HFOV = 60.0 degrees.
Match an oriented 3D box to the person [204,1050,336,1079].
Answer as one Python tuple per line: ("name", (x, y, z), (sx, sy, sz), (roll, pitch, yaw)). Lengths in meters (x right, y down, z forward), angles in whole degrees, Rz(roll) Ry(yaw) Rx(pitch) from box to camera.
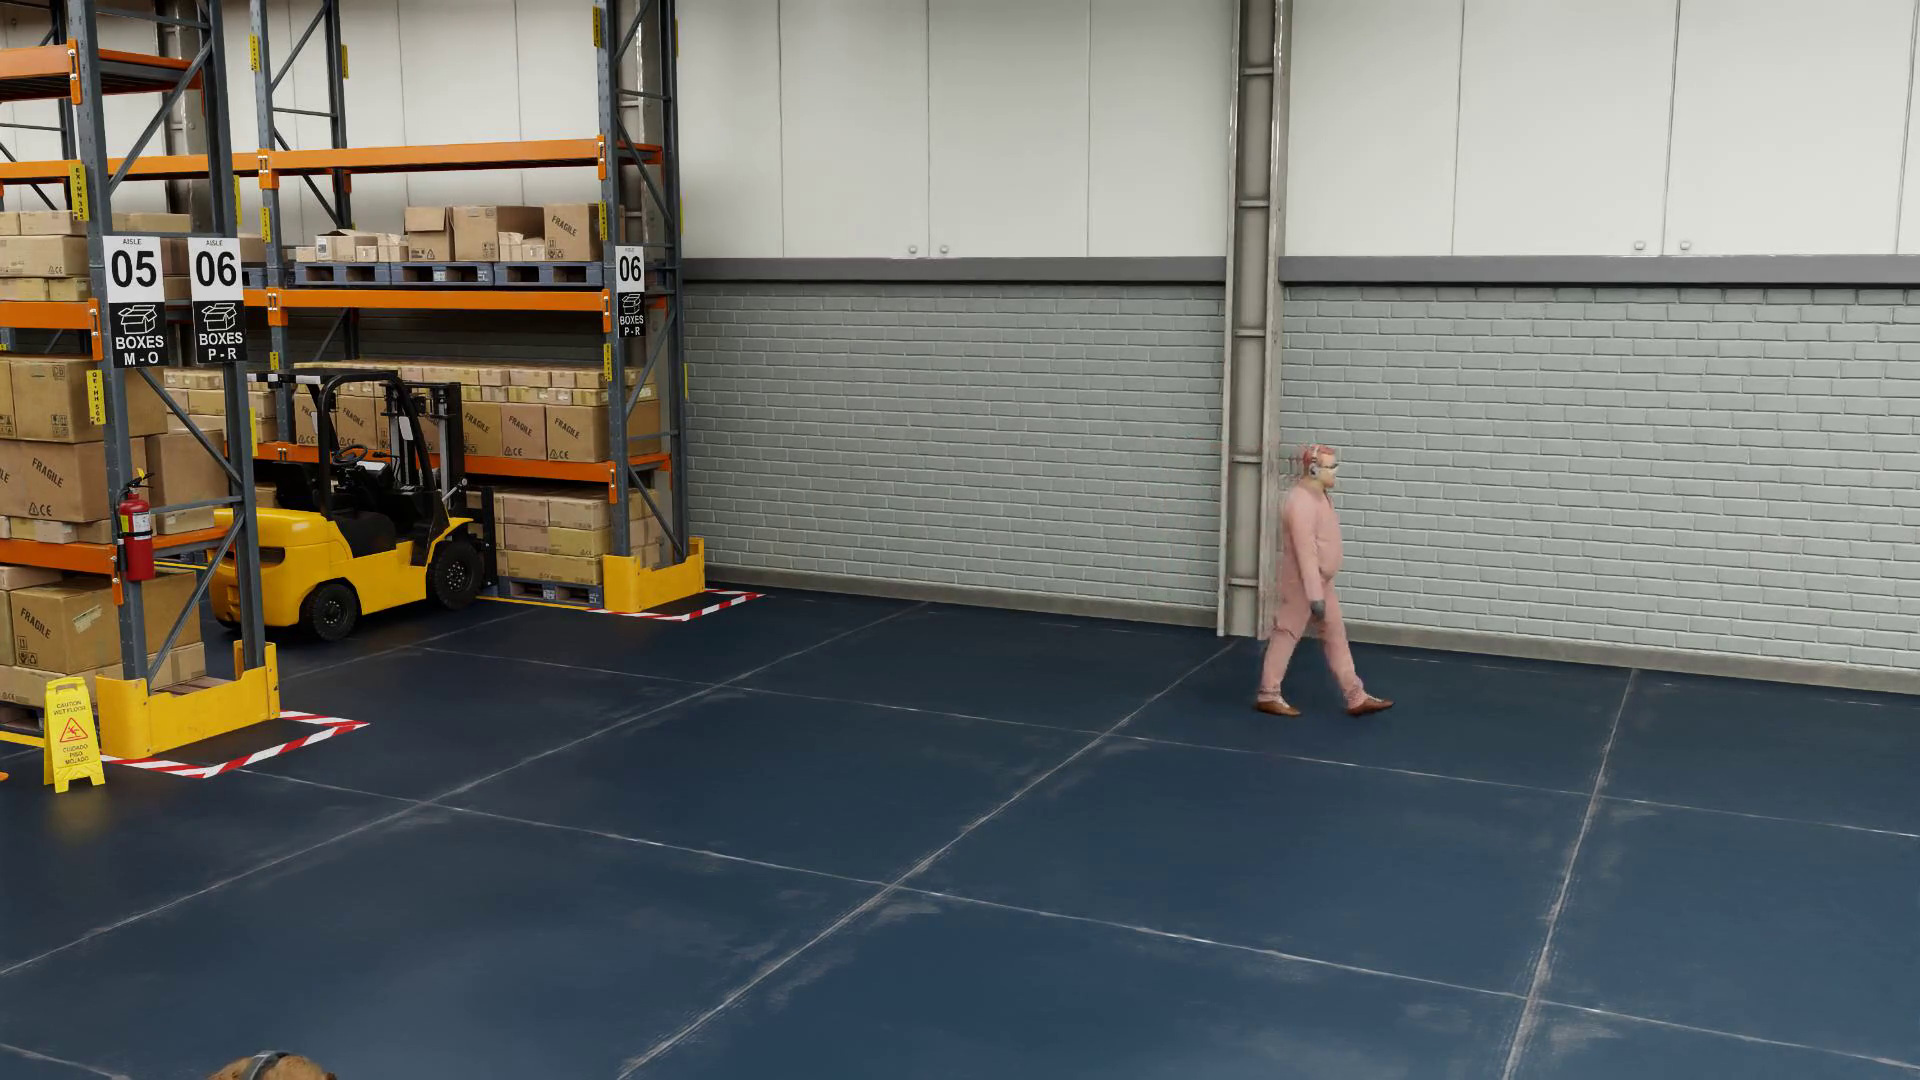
("person", (-1.015, 1.689, 2.670), (0.327, 1.842, 0.517), (0, 9, -1))

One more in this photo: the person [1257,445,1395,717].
("person", (2.445, 0.302, 11.110), (0.970, 1.856, 0.665), (4, 10, 25))
